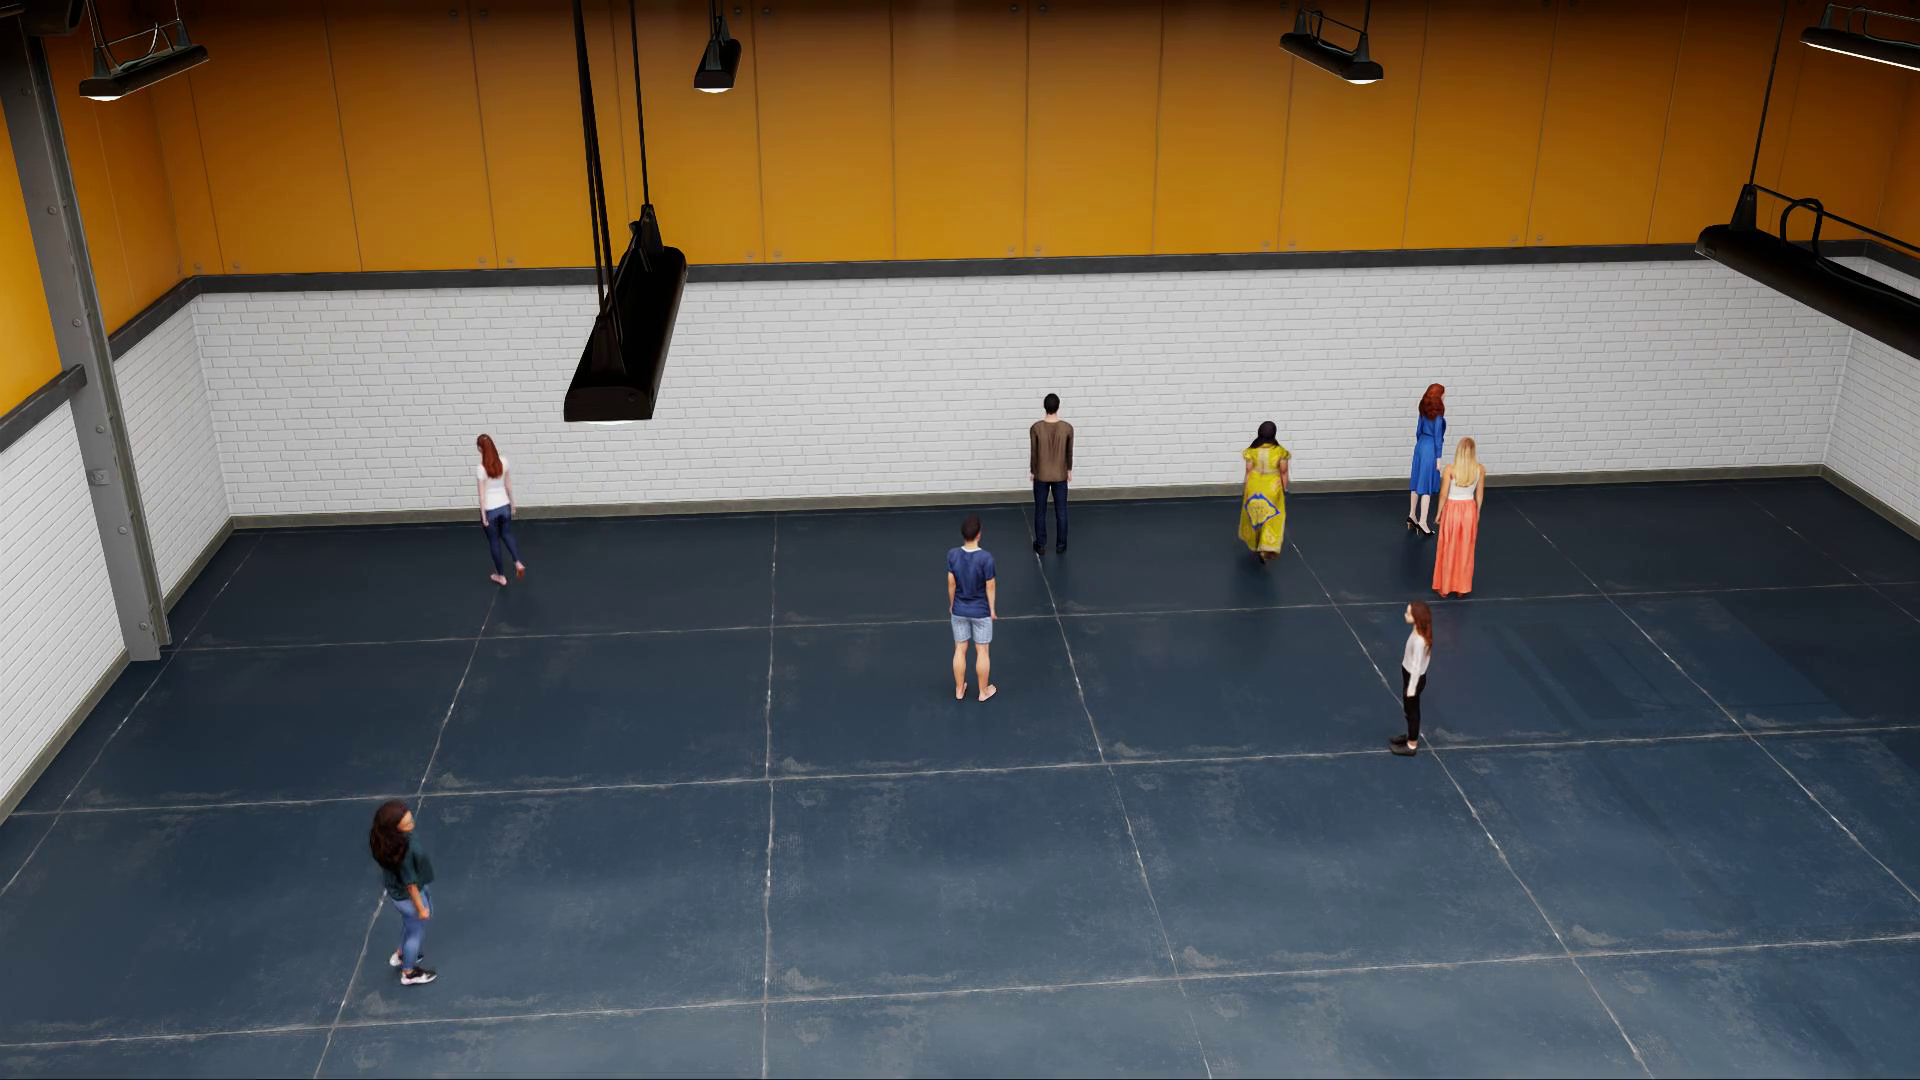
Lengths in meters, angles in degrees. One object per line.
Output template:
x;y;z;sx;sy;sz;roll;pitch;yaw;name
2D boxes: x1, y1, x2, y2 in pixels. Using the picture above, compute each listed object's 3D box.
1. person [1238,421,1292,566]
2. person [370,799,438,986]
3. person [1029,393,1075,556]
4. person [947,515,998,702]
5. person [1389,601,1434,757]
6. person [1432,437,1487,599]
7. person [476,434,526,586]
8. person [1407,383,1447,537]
3.391;-0.506;18.529;1.033;1.633;1.238;8;25;17;person
-3.908;2.489;11.740;0.825;1.585;0.680;-18;29;-35;person
1.019;-0.746;18.763;0.646;1.887;0.544;-1;24;-3;person
0.111;0.646;15.624;0.692;1.850;0.679;7;24;15;person
4.042;1.220;14.769;0.658;1.482;0.511;5;24;12;person
5.316;-0.244;17.720;0.654;1.802;0.617;1;24;2;person
-4.946;-0.292;17.924;0.881;1.726;0.812;21;31;39;person
5.412;-0.940;19.278;0.713;1.829;0.567;-7;25;-15;person
